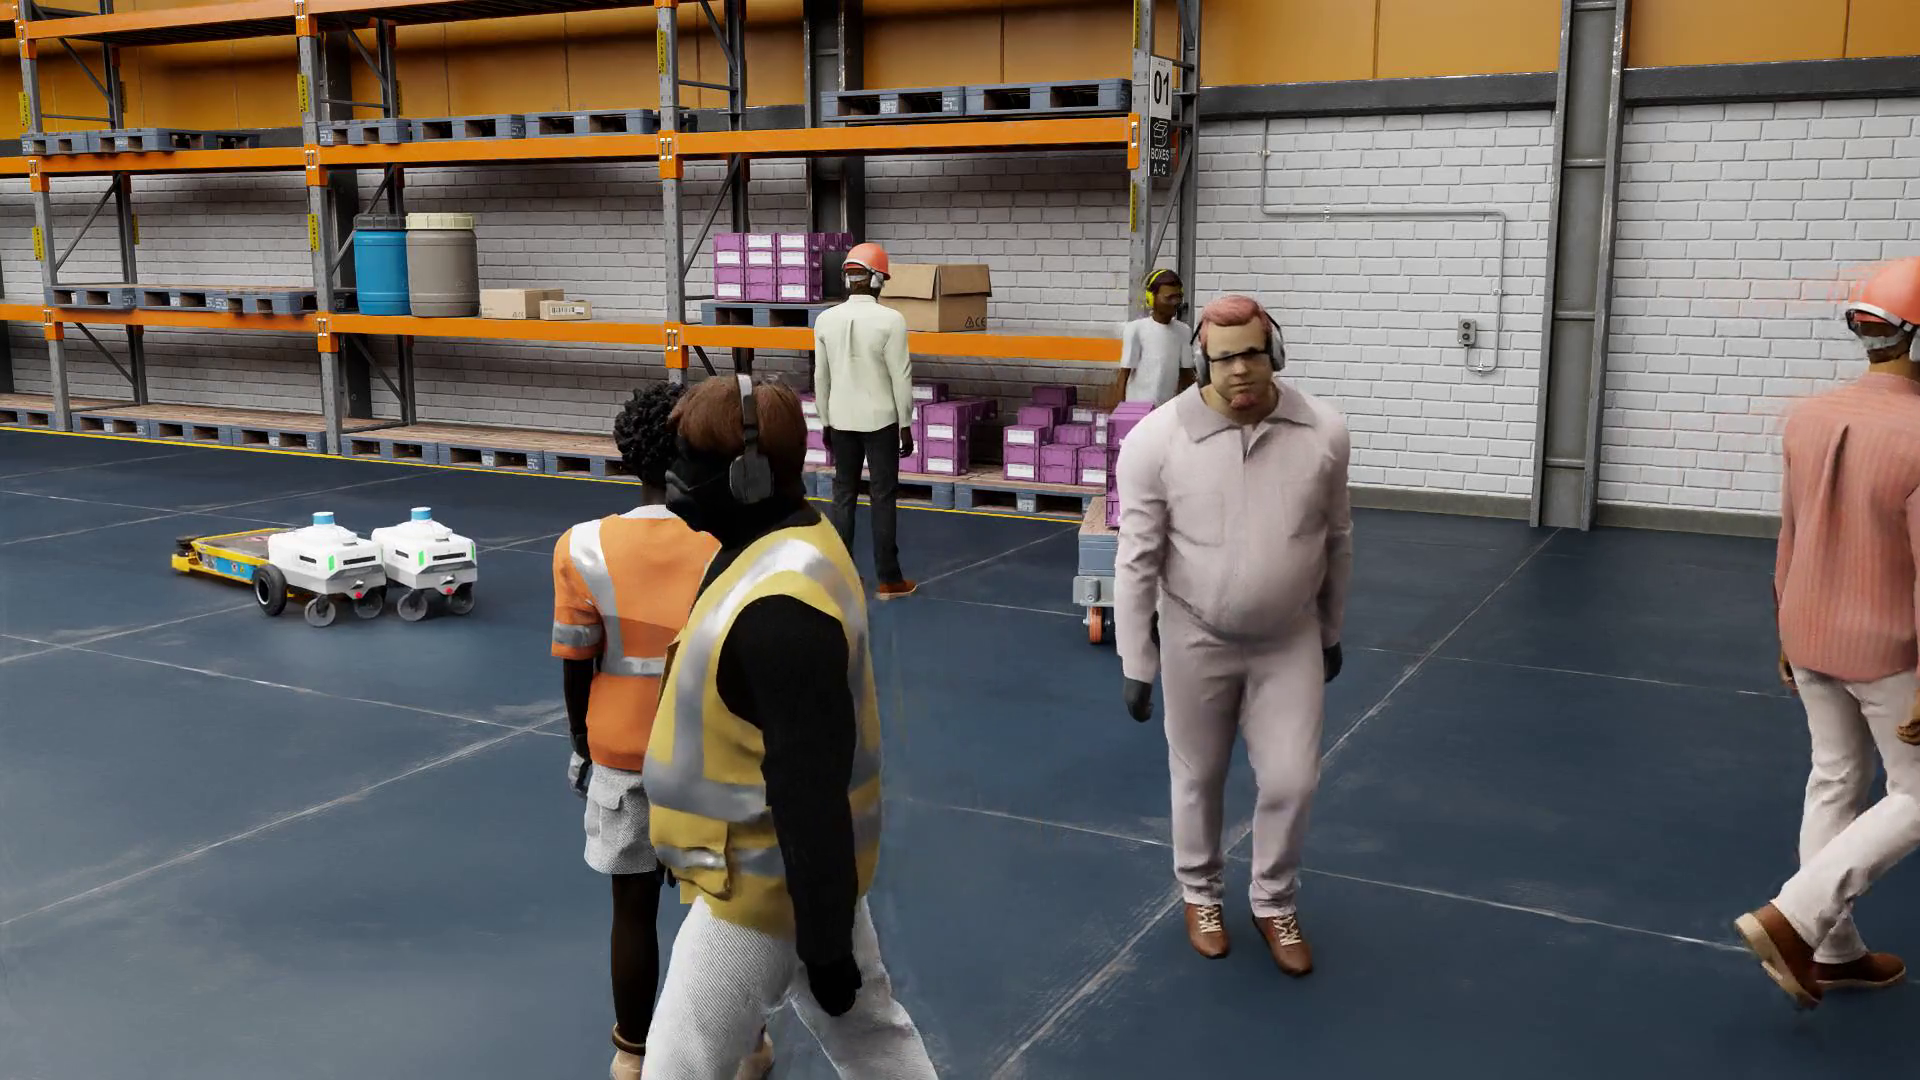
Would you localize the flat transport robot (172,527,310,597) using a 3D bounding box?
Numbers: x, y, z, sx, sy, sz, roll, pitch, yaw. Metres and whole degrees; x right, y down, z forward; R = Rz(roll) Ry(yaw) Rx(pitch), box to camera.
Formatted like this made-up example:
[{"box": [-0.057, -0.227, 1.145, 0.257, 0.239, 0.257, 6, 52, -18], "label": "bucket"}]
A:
[{"box": [-4.006, 0.109, 9.828, 1.431, 0.197, 0.652, 9, 13, 39], "label": "flat transport robot"}]

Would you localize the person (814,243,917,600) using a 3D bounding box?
[{"box": [-0.521, -0.659, 9.333, 0.611, 1.986, 0.392, 5, 12, 27], "label": "person"}]

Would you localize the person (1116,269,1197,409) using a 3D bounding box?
[{"box": [1.218, -0.693, 9.946, 0.803, 1.819, 0.486, 8, 13, 36], "label": "person"}]

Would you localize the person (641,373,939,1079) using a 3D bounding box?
[{"box": [-0.373, 0.593, 3.029, 0.975, 1.795, 0.626, -1, 10, -4], "label": "person"}]

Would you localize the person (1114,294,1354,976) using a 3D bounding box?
[{"box": [0.741, 0.269, 4.552, 0.668, 1.871, 0.582, 0, 10, -1], "label": "person"}]

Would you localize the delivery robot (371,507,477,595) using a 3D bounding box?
[{"box": [-2.910, 0.067, 9.021, 0.477, 0.478, 0.707, -9, 13, -39], "label": "delivery robot"}]

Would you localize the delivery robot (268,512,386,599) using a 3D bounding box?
[{"box": [-3.382, 0.093, 8.879, 0.707, 0.478, 0.477, 9, 14, 41], "label": "delivery robot"}]

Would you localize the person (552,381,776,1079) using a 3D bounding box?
[{"box": [-0.662, 0.483, 3.868, 0.532, 1.697, 0.319, -1, 10, -7], "label": "person"}]

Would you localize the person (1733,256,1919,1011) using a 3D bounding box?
[{"box": [2.295, 0.269, 4.282, 0.565, 1.980, 0.620, -3, 11, -16], "label": "person"}]
